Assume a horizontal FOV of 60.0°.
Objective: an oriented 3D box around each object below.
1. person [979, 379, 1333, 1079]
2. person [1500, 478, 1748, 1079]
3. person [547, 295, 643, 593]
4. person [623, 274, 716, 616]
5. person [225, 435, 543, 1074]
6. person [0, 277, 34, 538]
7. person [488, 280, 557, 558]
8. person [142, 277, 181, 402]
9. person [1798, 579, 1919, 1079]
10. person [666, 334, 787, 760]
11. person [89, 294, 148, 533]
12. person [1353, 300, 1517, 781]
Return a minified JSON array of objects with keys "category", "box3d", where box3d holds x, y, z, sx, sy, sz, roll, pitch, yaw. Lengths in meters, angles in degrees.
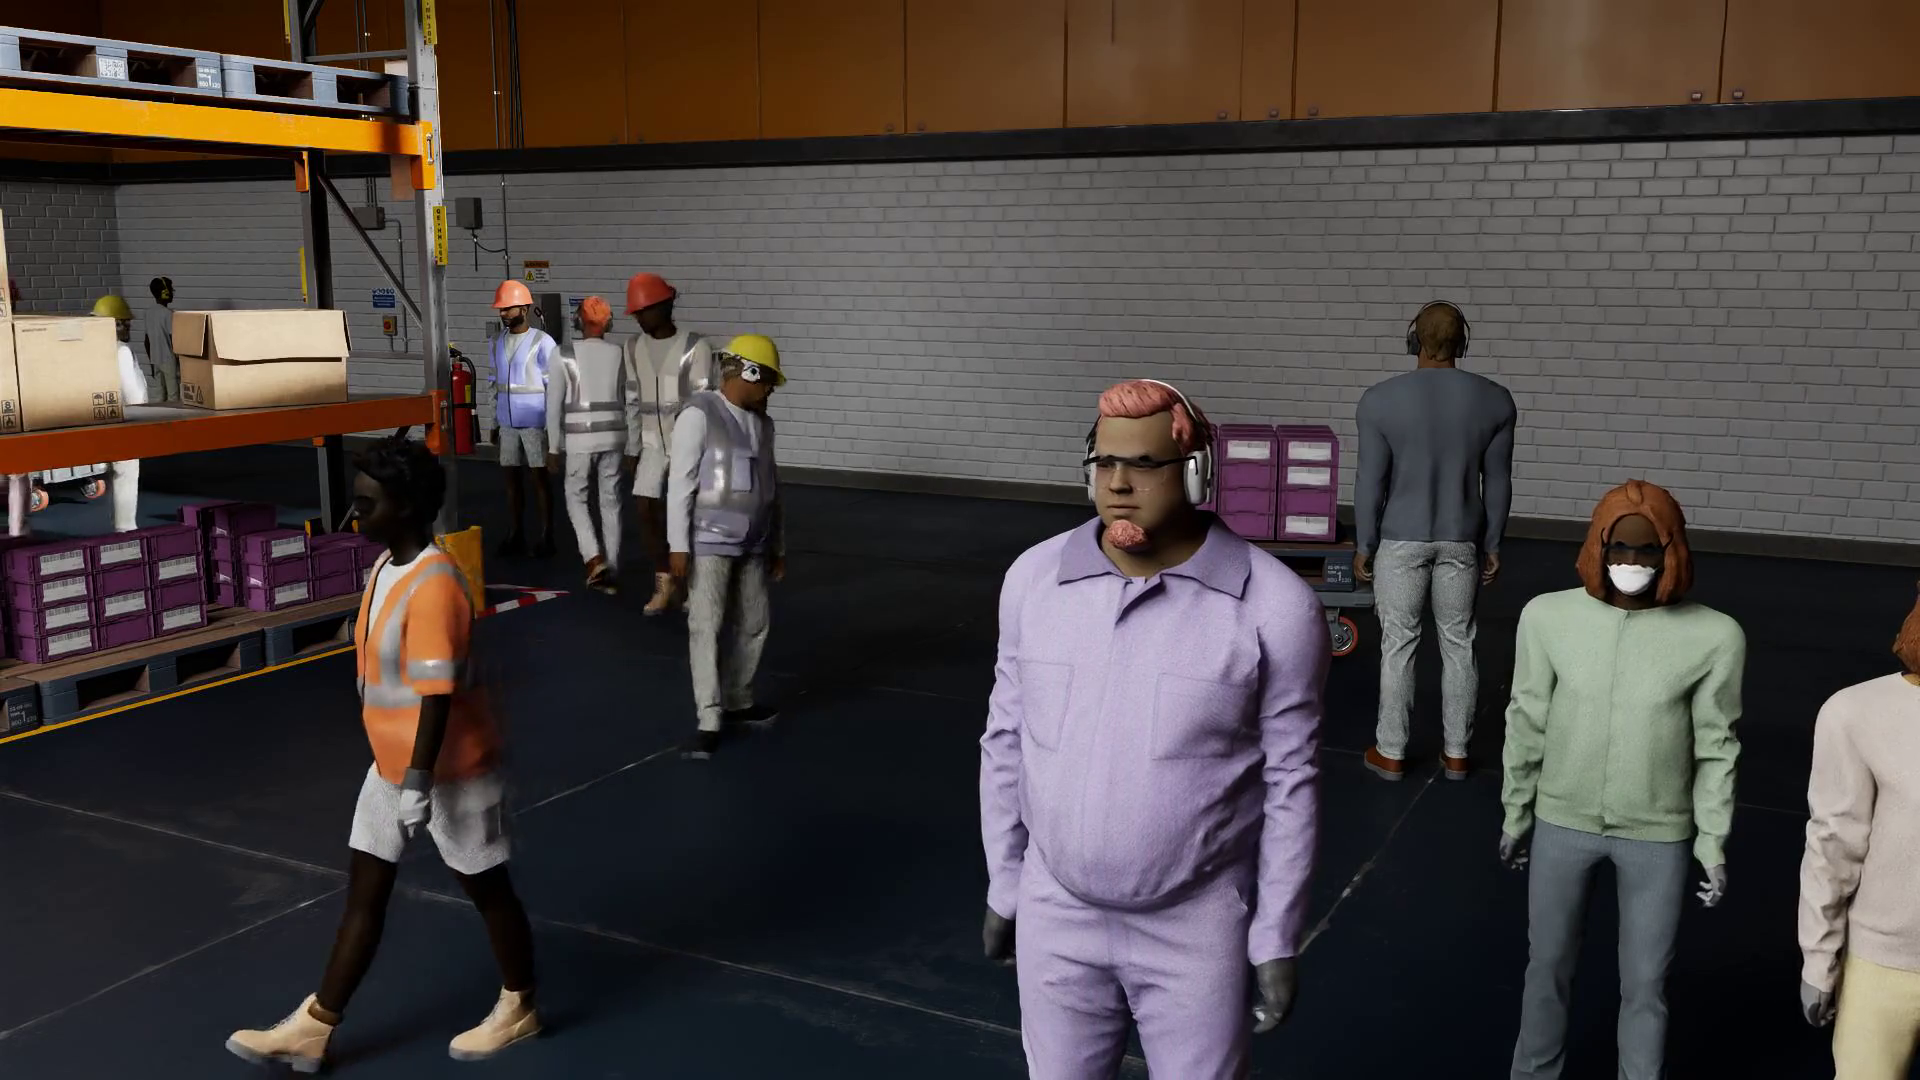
[{"category":"person","box3d":[0.317,0.665,3.012,0.638,1.909,0.408,4,11,24]},{"category":"person","box3d":[1.480,0.670,3.776,0.500,1.632,0.278,5,11,26]},{"category":"person","box3d":[-2.267,-0.581,10.361,0.626,1.867,0.465,-5,11,-25]},{"category":"person","box3d":[-1.685,-0.534,9.699,0.707,2.001,0.676,3,10,19]},{"category":"person","box3d":[-1.465,0.577,4.209,0.819,1.654,0.553,-7,12,-35]},{"category":"person","box3d":[-6.616,-0.834,11.480,0.644,1.975,0.480,3,10,15]},{"category":"person","box3d":[-3.062,-0.833,11.595,0.550,1.935,0.376,4,11,22]},{"category":"person","box3d":[-8.432,-1.853,17.694,0.518,1.874,0.326,5,11,29]},{"category":"person","box3d":[1.811,0.796,3.072,0.494,1.625,0.283,3,10,15]},{"category":"person","box3d":[-0.995,0.021,7.129,0.406,1.781,0.660,6,12,33]},{"category":"person","box3d":[-6.067,-0.850,12.003,0.603,1.831,0.404,8,13,40]},{"category":"person","box3d":[1.885,0.014,6.692,0.629,1.940,0.372,0,10,1]}]
